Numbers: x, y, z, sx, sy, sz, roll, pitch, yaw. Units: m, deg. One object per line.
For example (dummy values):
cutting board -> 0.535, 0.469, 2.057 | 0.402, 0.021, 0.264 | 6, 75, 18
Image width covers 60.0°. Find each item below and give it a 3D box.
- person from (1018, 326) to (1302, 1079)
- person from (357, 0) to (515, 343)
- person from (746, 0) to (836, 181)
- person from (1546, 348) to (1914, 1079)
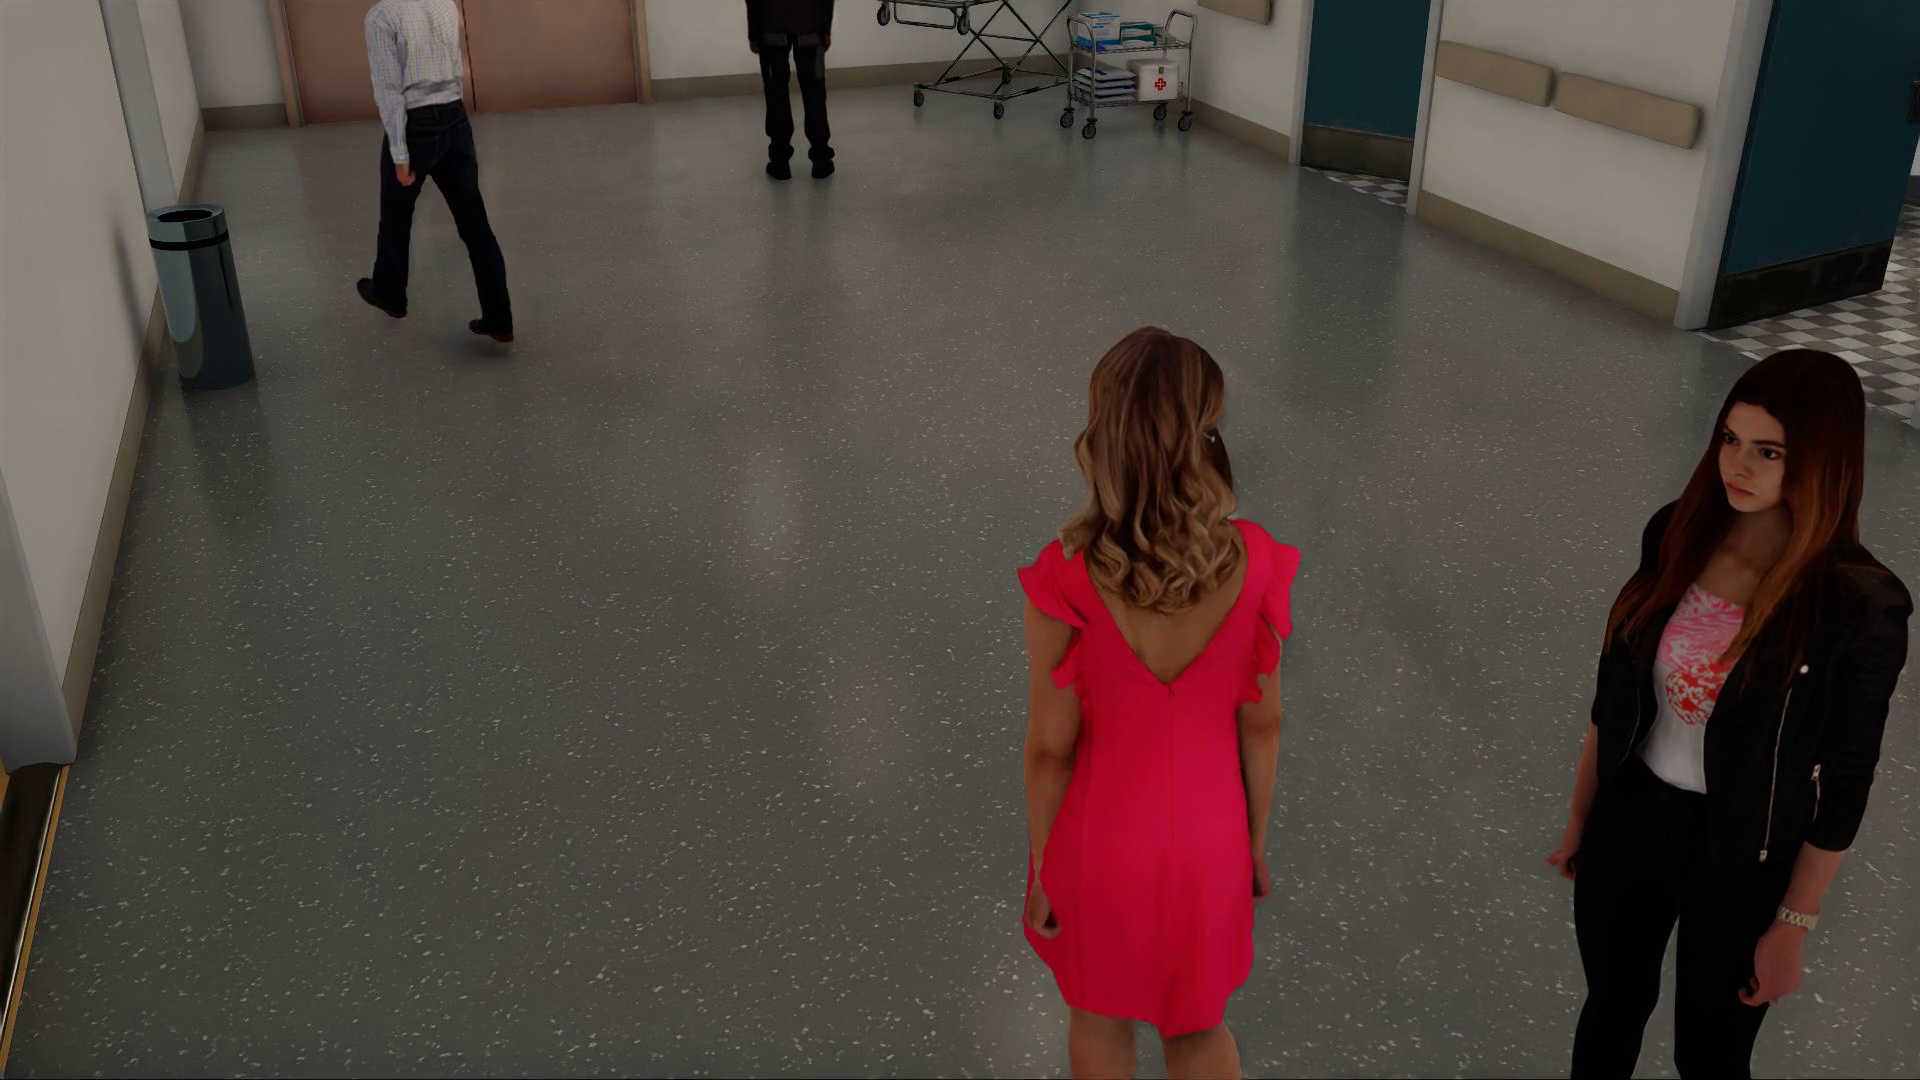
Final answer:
person -> 0.309, 0.537, 2.563 | 0.680, 1.712, 0.933 | -4, 26, -8
person -> -2.213, -1.686, 7.117 | 1.282, 1.763, 1.095 | 18, 31, 32
person -> -1.017, -3.094, 9.963 | 0.759, 1.826, 0.699 | -2, 26, -3
person -> 1.187, 0.497, 2.654 | 0.692, 1.707, 0.514 | -14, 29, -27
